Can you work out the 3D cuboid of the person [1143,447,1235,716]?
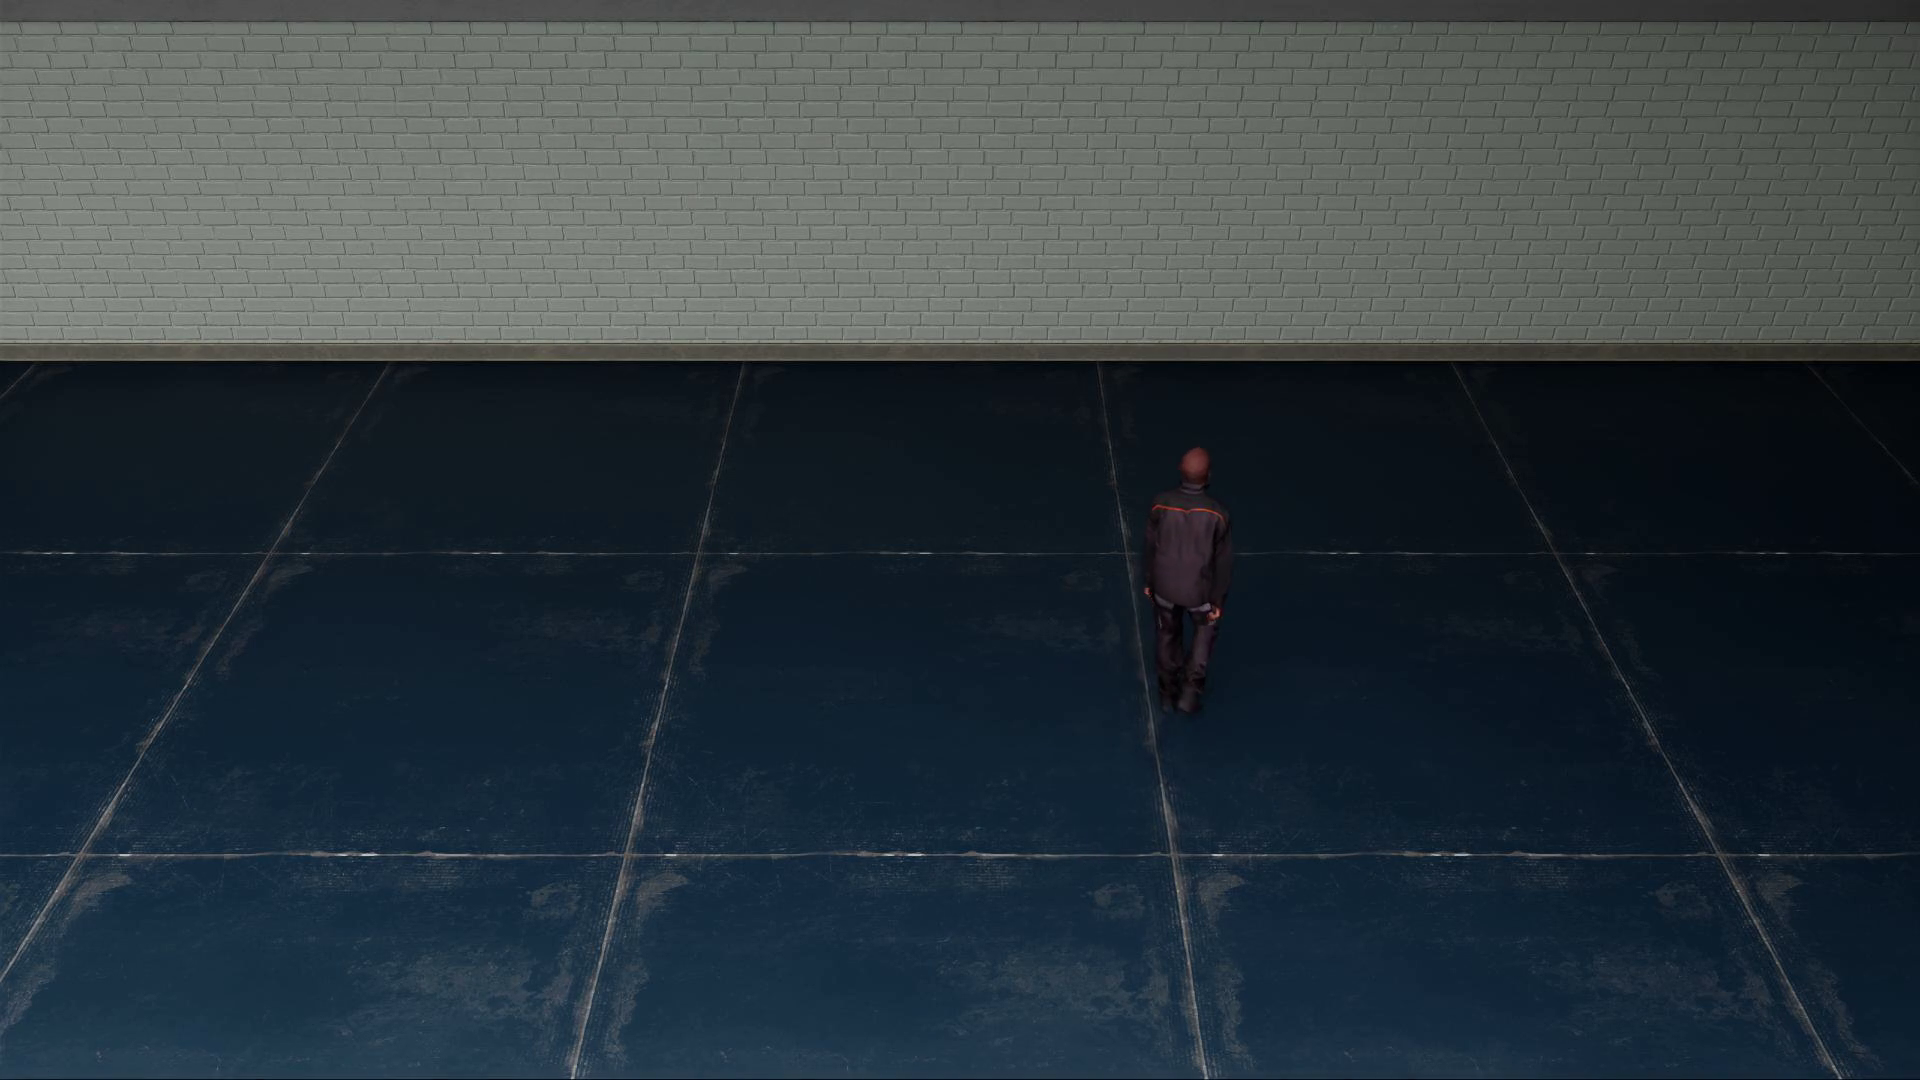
[{"bbox_3d":[1.286,0.304,9.644,0.802,1.815,0.849,9,34,14],"label":"person"}]
